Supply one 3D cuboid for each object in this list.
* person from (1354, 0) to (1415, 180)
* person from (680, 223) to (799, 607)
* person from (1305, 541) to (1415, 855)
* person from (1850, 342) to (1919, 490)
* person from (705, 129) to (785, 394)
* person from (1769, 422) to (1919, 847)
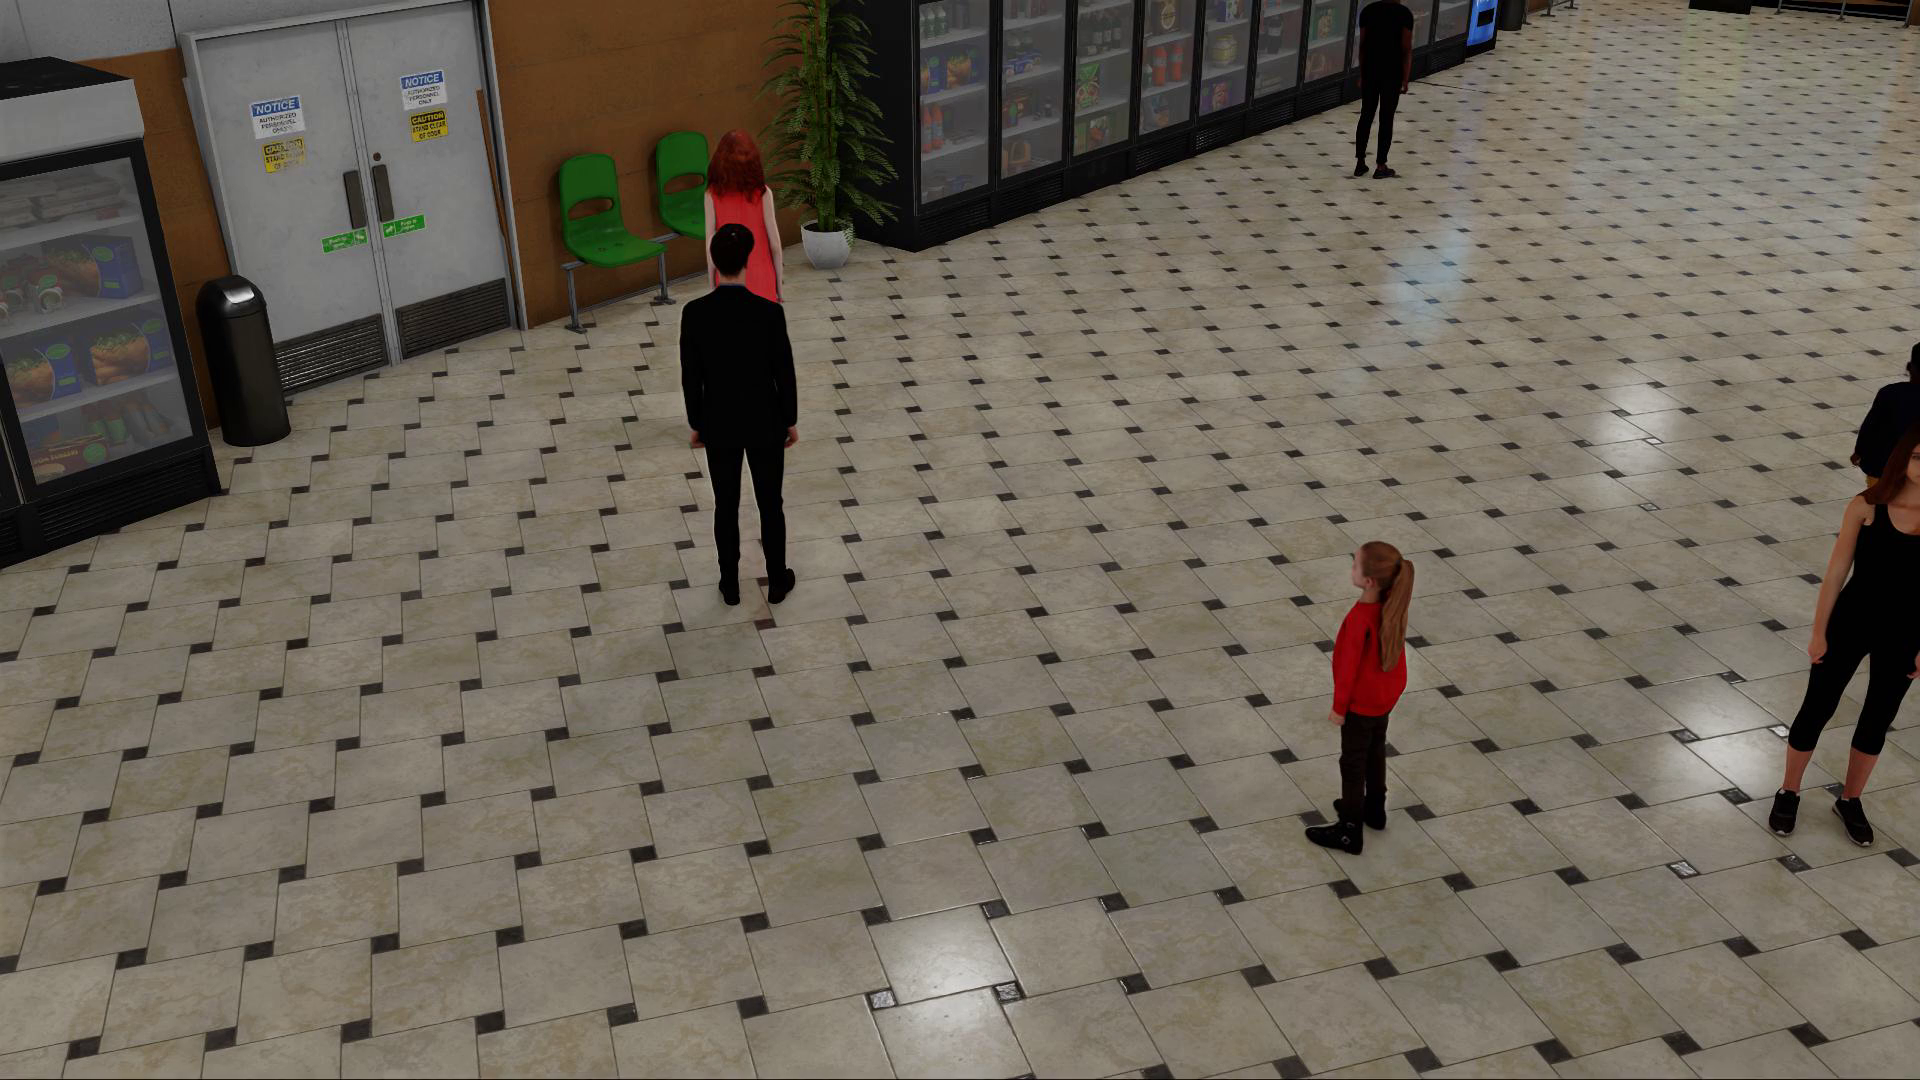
[{"bbox_3d":[3.856,-4.239,15.211,0.498,1.819,0.731,19,32,32],"label":"person"},{"bbox_3d":[-1.033,-0.567,7.889,0.774,1.891,0.844,-1,27,-2],"label":"person"},{"bbox_3d":[1.539,0.587,6.290,0.469,1.280,0.478,20,33,34],"label":"person"},{"bbox_3d":[4.611,-0.344,8.168,0.840,1.243,0.796,6,27,11],"label":"person"},{"bbox_3d":[-1.266,-1.504,9.807,0.640,1.828,0.722,0,27,0],"label":"person"},{"bbox_3d":[3.439,0.348,6.267,0.568,1.726,0.693,7,28,13],"label":"person"}]
